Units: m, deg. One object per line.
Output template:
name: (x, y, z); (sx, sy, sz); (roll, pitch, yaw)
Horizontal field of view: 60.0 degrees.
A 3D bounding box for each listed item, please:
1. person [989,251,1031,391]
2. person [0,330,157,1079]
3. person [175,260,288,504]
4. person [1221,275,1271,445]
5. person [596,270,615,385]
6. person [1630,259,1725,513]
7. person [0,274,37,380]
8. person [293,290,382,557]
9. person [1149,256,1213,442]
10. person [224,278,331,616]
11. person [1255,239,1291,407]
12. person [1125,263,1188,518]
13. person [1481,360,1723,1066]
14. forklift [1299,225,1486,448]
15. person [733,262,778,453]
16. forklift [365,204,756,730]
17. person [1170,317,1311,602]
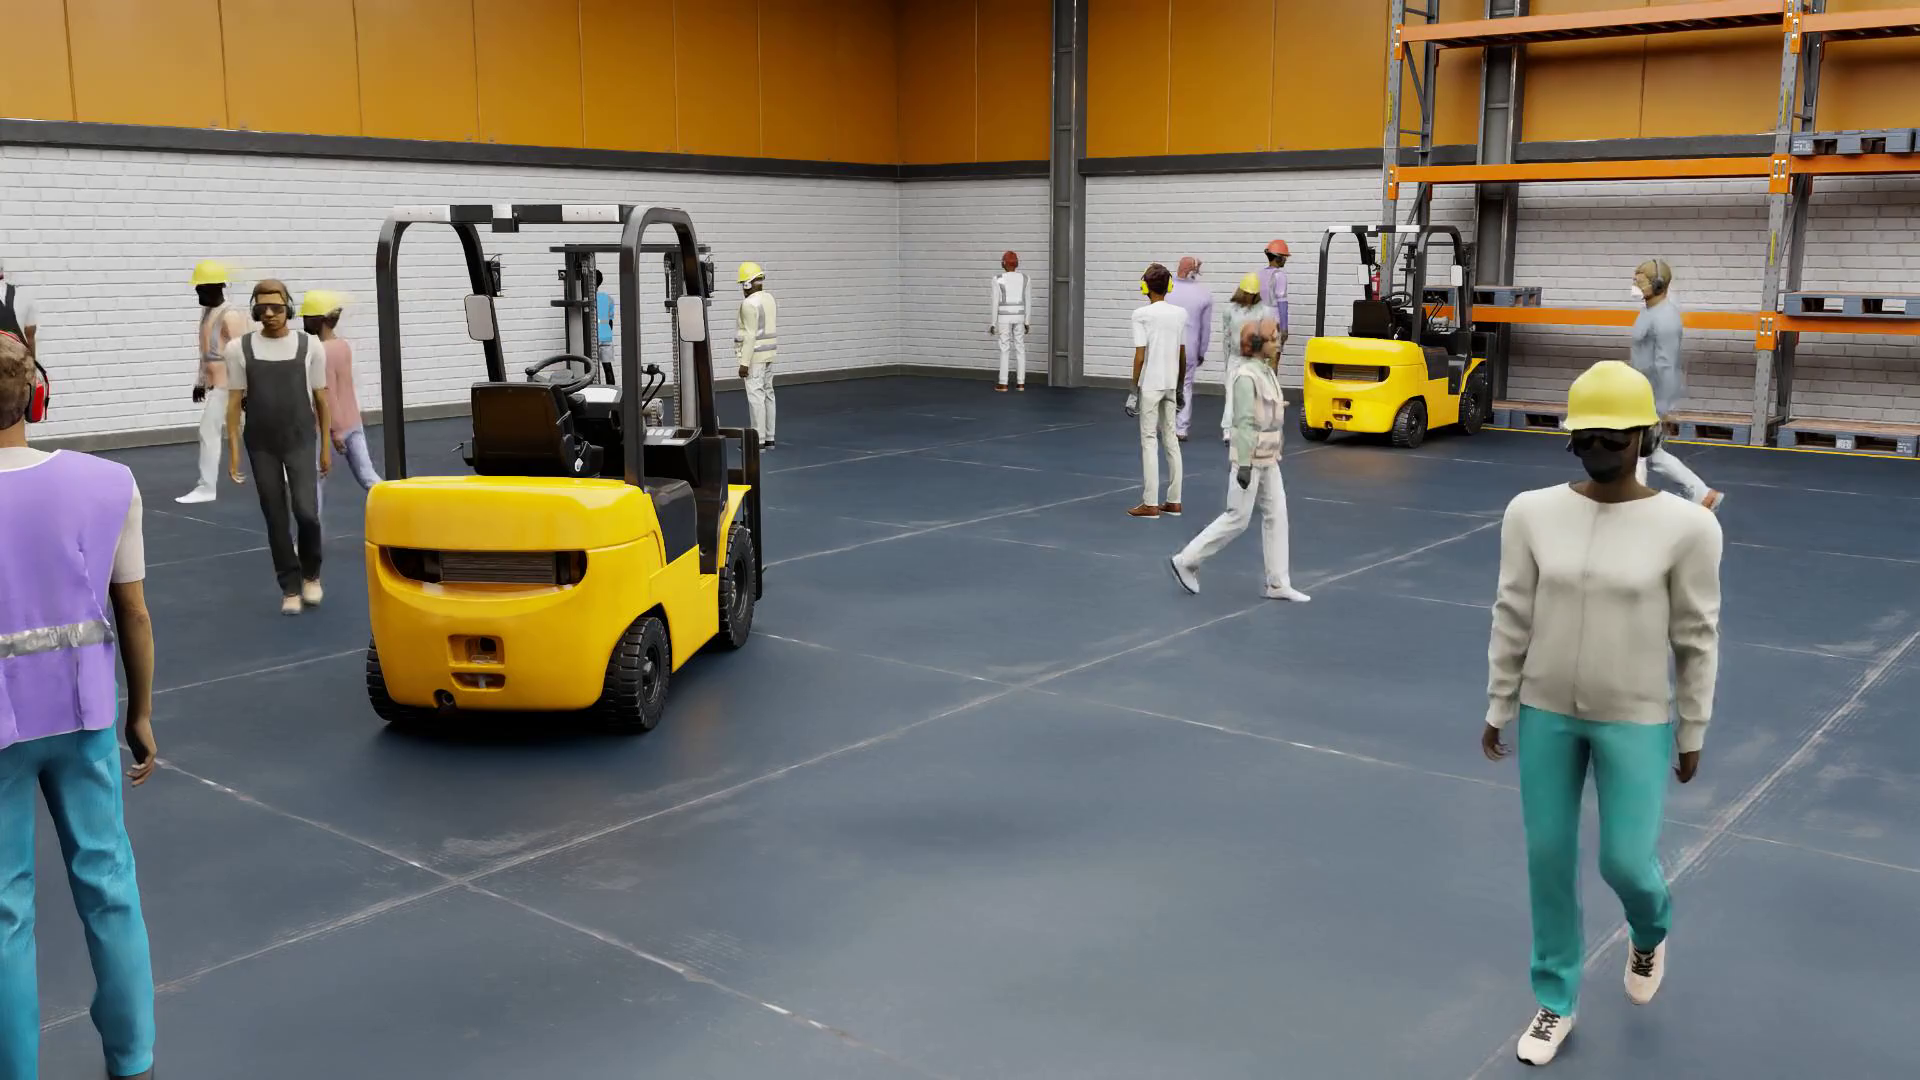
person: (0.678, -2.948, 22.474); (0.608, 1.882, 0.369); (-4, 11, -20)
person: (-2.110, 0.444, 3.767); (0.565, 1.850, 0.390); (-10, 14, -44)
person: (-5.731, -1.257, 13.100); (0.939, 1.891, 0.596); (-8, 13, -36)
person: (2.848, -1.783, 16.560); (0.490, 1.686, 0.865); (2, 10, 10)
person: (-4.348, -2.391, 19.900); (0.321, 1.696, 0.537); (7, 12, 34)
person: (4.786, -0.943, 11.289); (0.797, 1.914, 0.635); (3, 11, 16)
person: (-8.057, -1.442, 13.691); (0.979, 2.000, 0.704); (4, 11, 20)
person: (-3.960, -0.738, 10.670); (0.901, 1.726, 0.521); (1, 10, 3)
person: (2.194, -1.929, 16.869); (0.692, 1.877, 0.547); (1, 10, 3)
person: (-3.677, -0.489, 8.985); (0.515, 1.827, 0.407); (-3, 11, -15)
person: (3.838, -2.639, 20.321); (0.396, 2.038, 0.615); (-4, 11, -23)
person: (1.444, -1.091, 12.233); (0.526, 1.864, 0.315); (-6, 12, -31)
person: (1.598, 0.424, 4.155); (0.527, 1.751, 0.480); (7, 13, 35)
forklift: (4.449, -2.115, 16.993); (1.214, 2.155, 2.313); (8, 13, 38)
person: (-1.971, -1.749, 15.999); (0.403, 1.822, 0.588); (3, 11, 18)
forklift: (-1.766, -0.406, 7.525); (1.214, 2.155, 2.313); (1, 10, 7)
person: (1.599, -0.453, 9.395); (0.739, 1.614, 0.522); (5, 11, 26)
